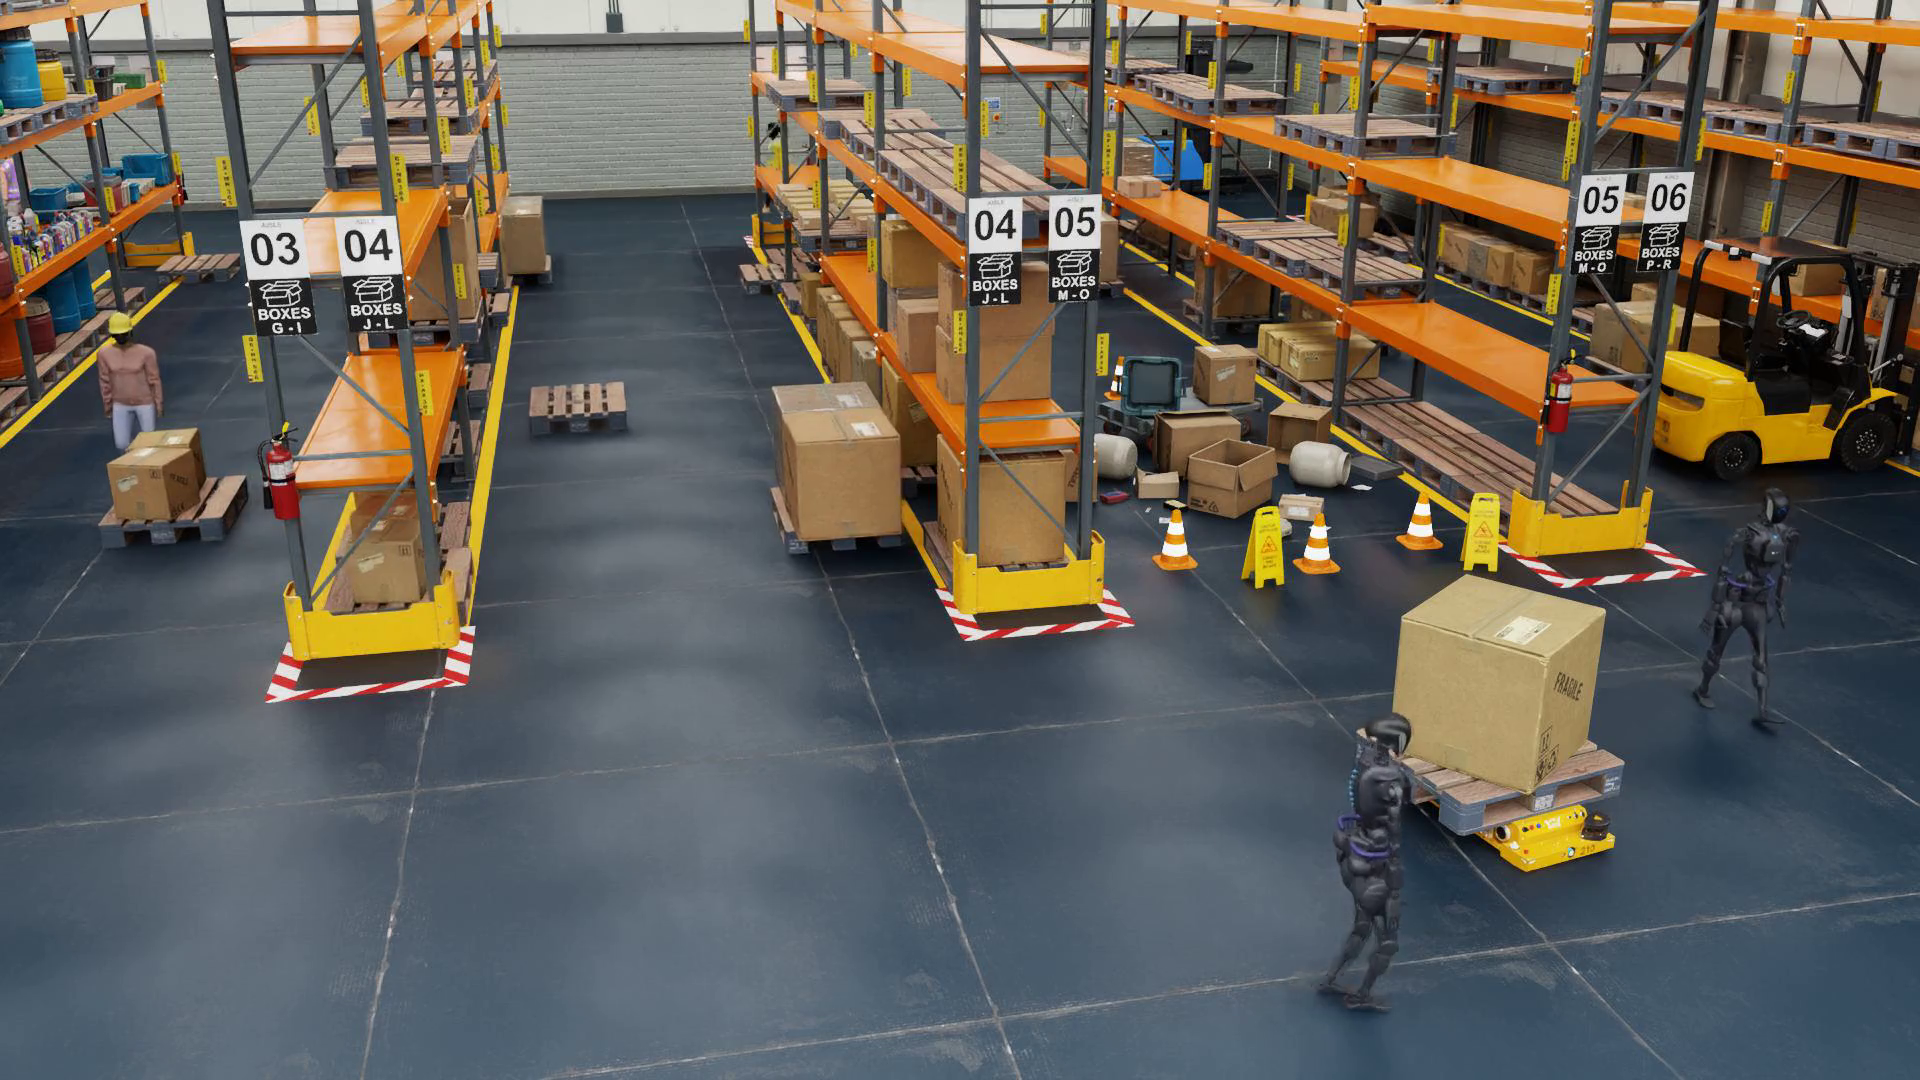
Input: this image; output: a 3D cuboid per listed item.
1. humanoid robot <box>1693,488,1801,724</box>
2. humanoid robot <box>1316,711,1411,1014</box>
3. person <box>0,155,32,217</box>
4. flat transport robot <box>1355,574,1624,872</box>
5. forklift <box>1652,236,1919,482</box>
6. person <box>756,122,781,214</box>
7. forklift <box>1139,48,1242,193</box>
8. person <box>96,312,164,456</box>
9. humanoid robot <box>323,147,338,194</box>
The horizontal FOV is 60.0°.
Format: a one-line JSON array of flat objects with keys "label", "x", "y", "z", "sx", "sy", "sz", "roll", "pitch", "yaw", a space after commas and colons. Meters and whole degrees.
[{"label": "humanoid robot", "x": 5.257, "y": 0.434, "z": 11.042, "sx": 0.609, "sy": 1.624, "sz": 0.715, "roll": -4, "pitch": 21, "yaw": -11}, {"label": "humanoid robot", "x": 1.988, "y": 1.554, "z": 8.022, "sx": 0.335, "sy": 1.655, "sz": 0.595, "roll": -2, "pitch": 20, "yaw": -4}, {"label": "person", "x": -15.365, "y": -5.563, "z": 27.147, "sx": 0.347, "sy": 1.688, "sz": 0.489, "roll": 12, "pitch": 23, "yaw": 28}, {"label": "flat transport robot", "x": 3.179, "y": 1.533, "z": 10.075, "sx": 0.659, "sy": 0.231, "sz": 1.431, "roll": -9, "pitch": 22, "yaw": -23}, {"label": "forklift", "x": 8.013, "y": -1.814, "z": 16.330, "sx": 2.313, "sy": 2.155, "sz": 1.214, "roll": -4, "pitch": 21, "yaw": -12}, {"label": "person", "x": -3.354, "y": -6.863, "z": 30.669, "sx": 0.806, "sy": 1.663, "sz": 0.529, "roll": -2, "pitch": 20, "yaw": -5}, {"label": "forklift", "x": 4.566, "y": -8.313, "z": 32.860, "sx": 1.873, "sy": 2.768, "sz": 1.129, "roll": -4, "pitch": 21, "yaw": -12}, {"label": "person", "x": -7.659, "y": -1.245, "z": 15.412, "sx": 0.549, "sy": 1.749, "sz": 0.419, "roll": -5, "pitch": 21, "yaw": -13}, {"label": "humanoid robot", "x": -10.162, "y": -5.636, "z": 27.377, "sx": 0.579, "sy": 1.640, "sz": 0.608, "roll": 7, "pitch": 21, "yaw": 17}]
